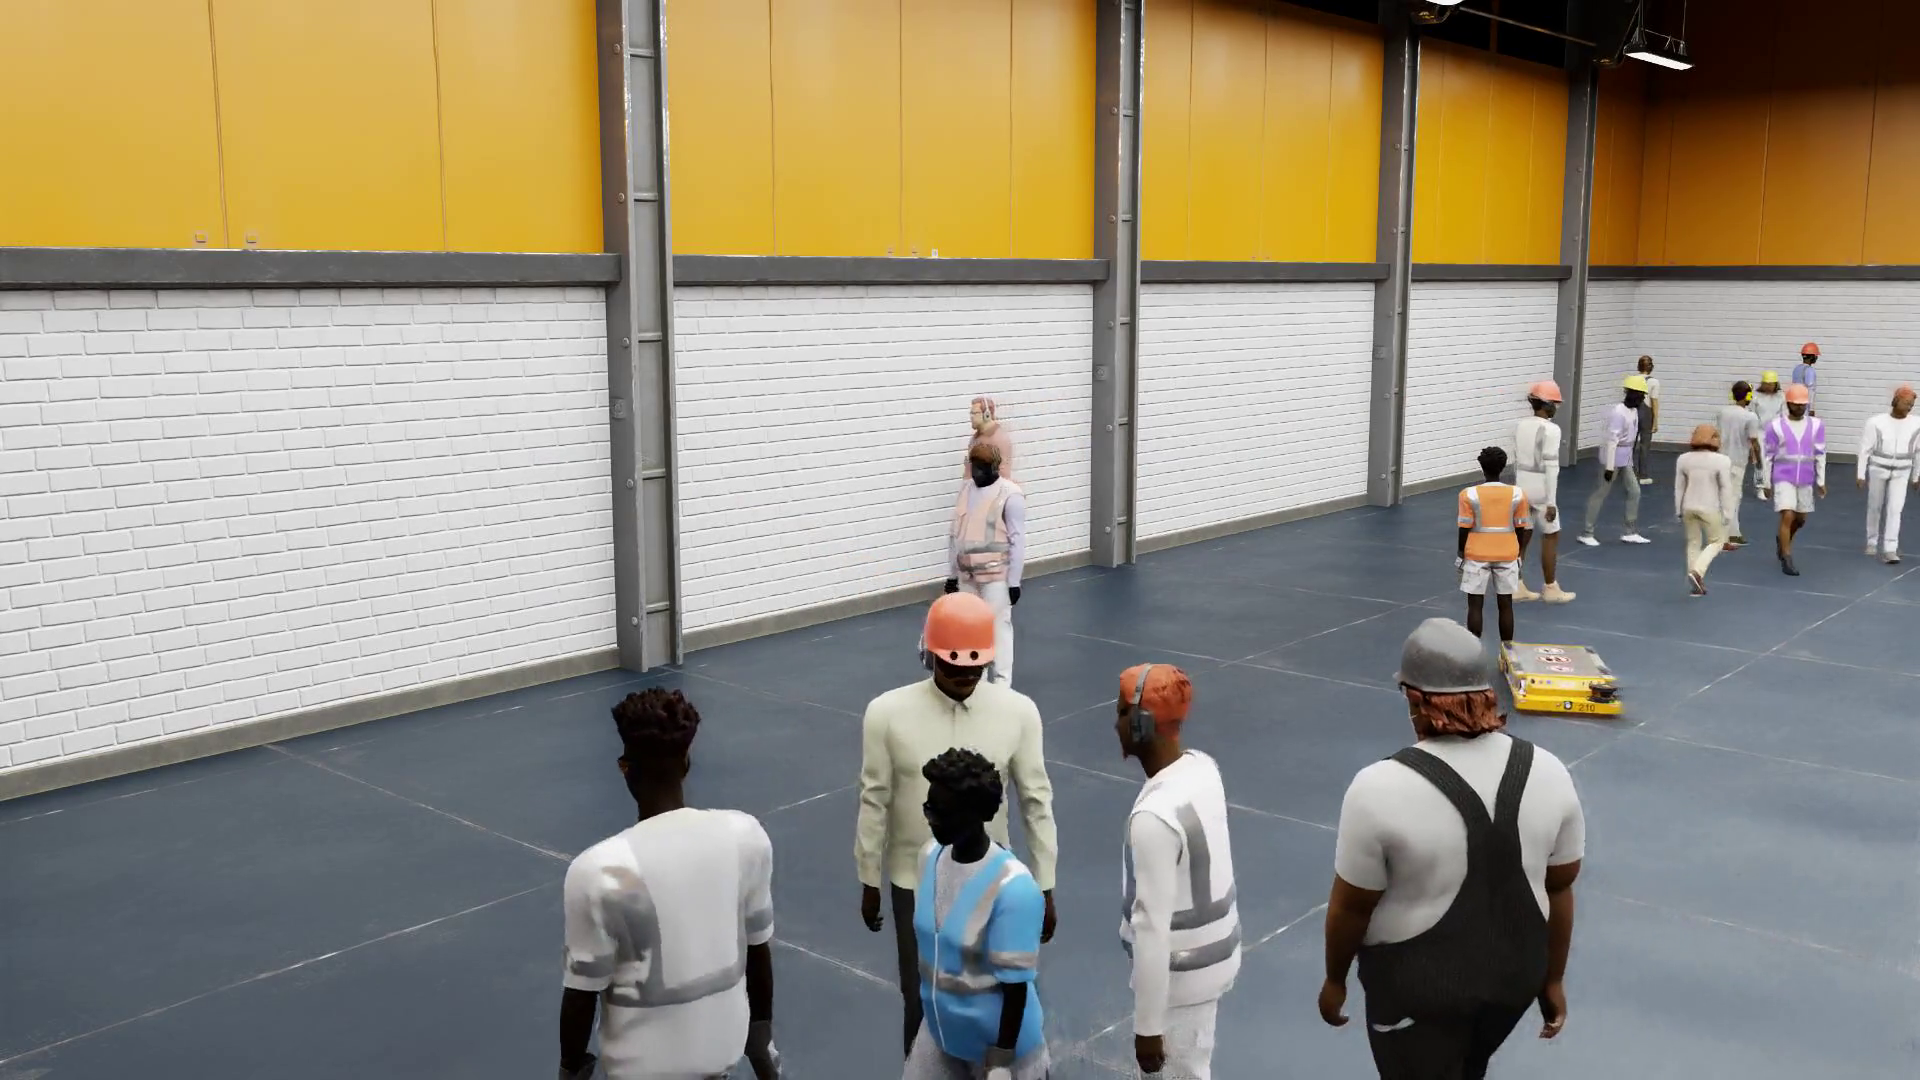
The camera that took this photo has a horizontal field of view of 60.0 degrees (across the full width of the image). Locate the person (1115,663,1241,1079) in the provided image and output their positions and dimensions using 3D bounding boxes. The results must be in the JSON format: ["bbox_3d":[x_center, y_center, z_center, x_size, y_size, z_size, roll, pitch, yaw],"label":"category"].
[{"bbox_3d":[0.606,1.279,4.885,0.475,1.872,0.627,3,10,21],"label":"person"}]

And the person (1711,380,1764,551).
[{"bbox_3d":[8.457,-0.797,17.975,0.743,1.839,0.554,-4,10,-22],"label":"person"}]

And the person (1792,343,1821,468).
[{"bbox_3d":[13.090,-2.080,25.743,0.363,1.934,0.551,0,9,1],"label":"person"}]

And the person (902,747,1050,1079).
[{"bbox_3d":[0.085,1.398,4.810,0.842,1.664,0.540,-8,12,-40],"label":"person"}]

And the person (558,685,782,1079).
[{"bbox_3d":[-0.726,1.344,4.372,1.012,1.915,0.612,9,12,43],"label":"person"}]

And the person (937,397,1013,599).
[{"bbox_3d":[0.106,-0.338,15.003,0.845,1.876,0.679,-3,10,-19],"label":"person"}]

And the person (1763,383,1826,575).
[{"bbox_3d":[8.369,-0.632,16.751,0.557,1.916,0.816,2,9,10],"label":"person"}]

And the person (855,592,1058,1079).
[{"bbox_3d":[0.000,1.136,5.468,0.649,1.955,0.780,-2,9,-12],"label":"person"}]

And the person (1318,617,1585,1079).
[{"bbox_3d":[1.337,1.199,4.832,0.698,2.000,0.805,-3,9,-15],"label":"person"}]

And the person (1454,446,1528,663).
[{"bbox_3d":[4.014,0.135,12.601,0.533,1.692,0.319,0,9,2],"label":"person"}]

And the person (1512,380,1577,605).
[{"bbox_3d":[5.273,-0.422,15.051,0.558,2.040,0.641,-3,9,-18],"label":"person"}]

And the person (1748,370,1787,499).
[{"bbox_3d":[10.751,-1.417,22.212,0.506,1.726,0.499,1,9,8],"label":"person"}]

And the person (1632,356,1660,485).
[{"bbox_3d":[9.717,-1.706,23.727,0.341,1.839,0.501,-6,11,-33],"label":"person"}]

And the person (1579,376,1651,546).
[{"bbox_3d":[7.258,-0.860,18.260,0.805,1.877,0.695,7,12,39],"label":"person"}]

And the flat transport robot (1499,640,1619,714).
[{"bbox_3d":[4.250,0.961,11.864,0.652,0.197,1.431,2,9,13],"label":"flat transport robot"}]

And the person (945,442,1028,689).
[{"bbox_3d":[0.165,0.241,11.489,0.429,1.842,0.656,-9,13,-44],"label":"person"}]

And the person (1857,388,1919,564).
[{"bbox_3d":[9.699,-0.682,17.351,0.598,1.823,1.035,4,10,24],"label":"person"}]

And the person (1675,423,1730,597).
[{"bbox_3d":[6.801,-0.262,15.304,0.448,1.617,0.517,-7,12,-39],"label":"person"}]
